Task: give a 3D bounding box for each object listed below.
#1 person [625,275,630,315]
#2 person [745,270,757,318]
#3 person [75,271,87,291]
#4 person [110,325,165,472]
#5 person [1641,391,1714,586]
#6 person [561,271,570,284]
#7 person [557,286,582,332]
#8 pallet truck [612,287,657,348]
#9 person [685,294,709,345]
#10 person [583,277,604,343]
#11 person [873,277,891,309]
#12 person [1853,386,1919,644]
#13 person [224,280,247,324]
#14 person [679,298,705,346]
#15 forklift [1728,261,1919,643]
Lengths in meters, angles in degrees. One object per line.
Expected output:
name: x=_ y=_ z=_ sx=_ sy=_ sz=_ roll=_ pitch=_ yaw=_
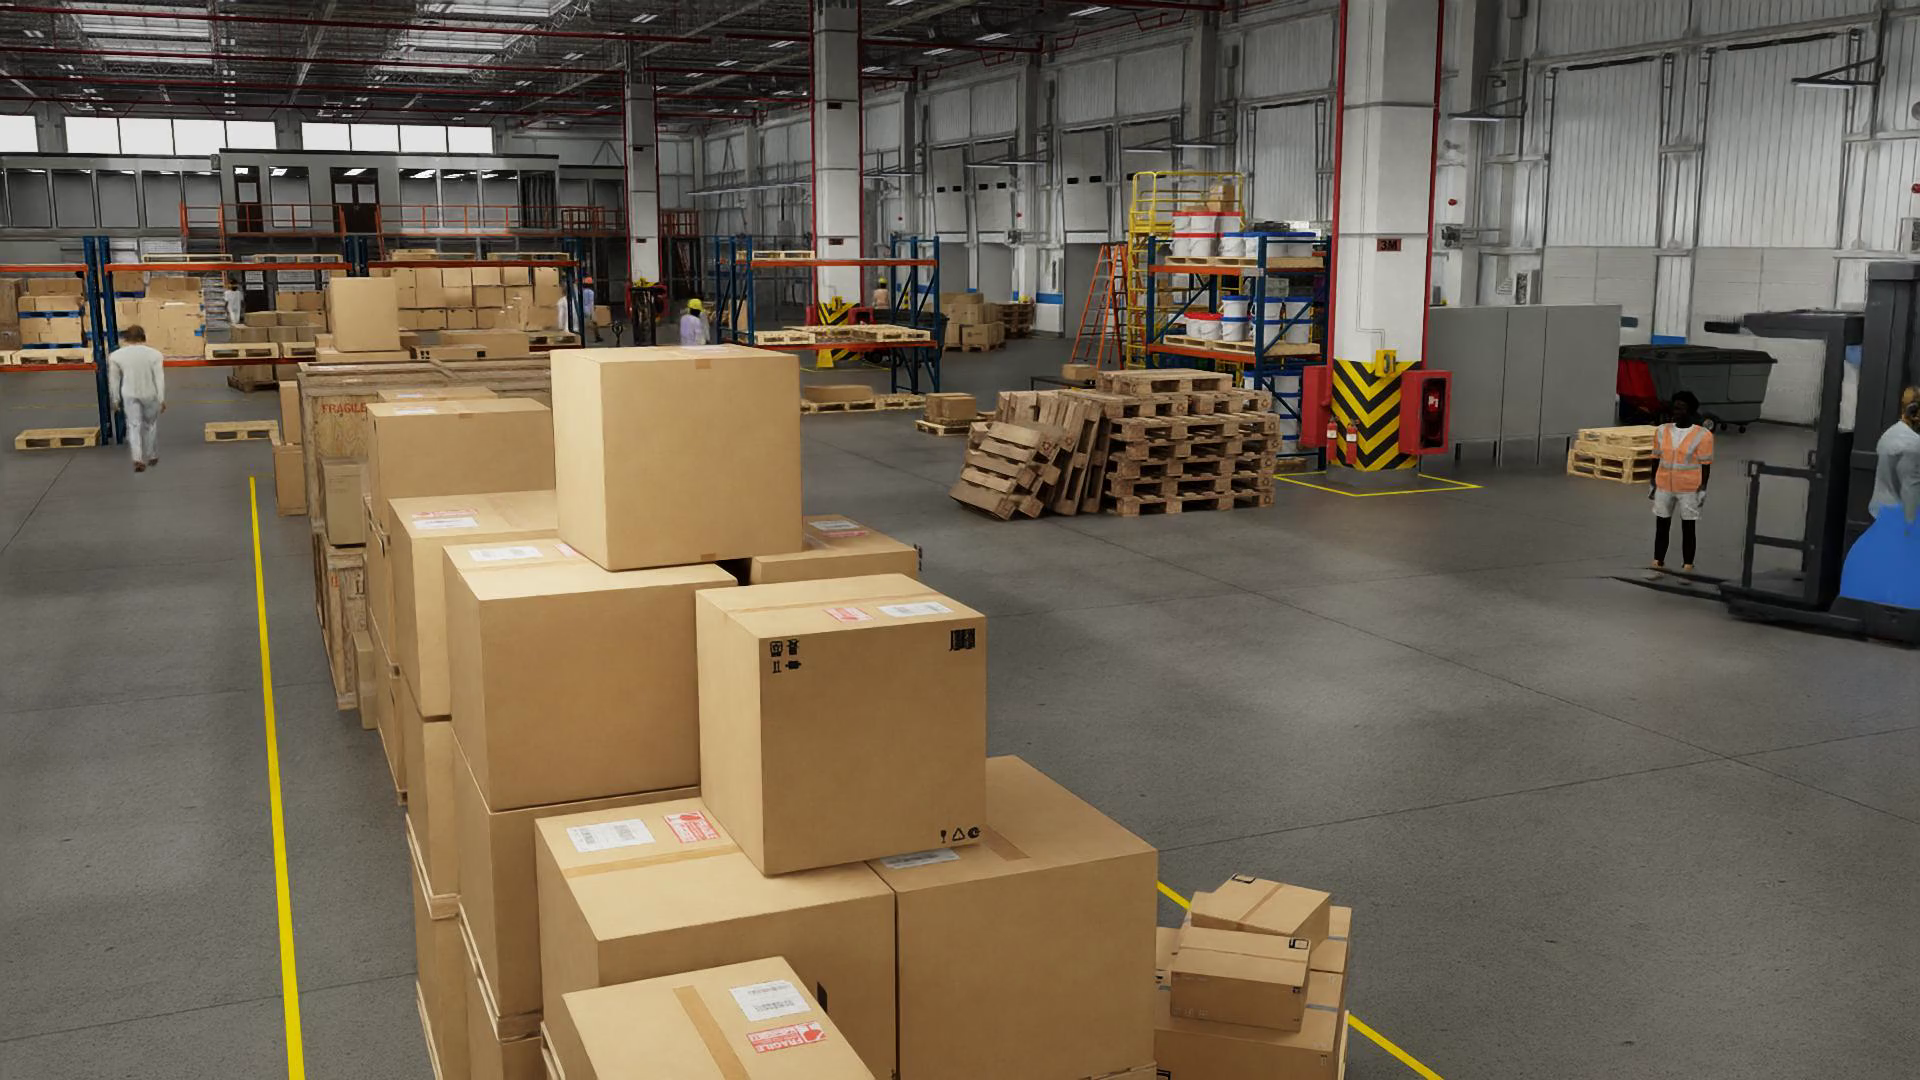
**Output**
person: x=-12.756 y=-9.738 z=64.952 sx=0.609 sy=1.940 sz=0.413 roll=2 pitch=11 yaw=13
person: x=-7.921 y=-9.280 z=62.715 sx=0.429 sy=1.838 sz=0.622 roll=5 pitch=11 yaw=26
person: x=-28.951 y=-7.916 z=54.832 sx=0.604 sy=1.966 sz=0.367 roll=10 pitch=14 yaw=43
person: x=-10.653 y=-1.841 z=21.581 sx=0.641 sy=1.894 sz=1.005 roll=-4 pitch=11 yaw=-21
person: x=6.228 y=-0.449 z=14.421 sx=0.322 sy=1.697 sz=0.530 roll=-9 pitch=14 yaw=-42
person: x=-14.990 y=-9.329 z=63.234 sx=0.307 sy=1.745 sz=0.484 roll=3 pitch=11 yaw=14
person: x=-9.057 y=-4.985 z=38.807 sx=0.429 sy=1.928 sz=0.633 roll=6 pitch=12 yaw=29
pallet truck: x=-6.464 y=-4.406 z=35.401 sx=0.823 sy=1.965 sz=1.885 roll=6 pitch=12 yaw=32
person: x=-5.514 y=-4.263 z=35.089 sx=0.652 sy=1.823 sz=0.451 roll=8 pitch=13 yaw=38
person: x=-10.704 y=-6.593 z=47.739 sx=0.540 sy=1.903 sz=0.964 roll=6 pitch=12 yaw=32
person: x=-2.193 y=-6.495 z=47.145 sx=0.606 sy=1.909 sz=0.552 roll=4 pitch=11 yaw=21
person: x=6.930 y=-0.185 z=12.351 sx=0.382 sy=1.928 sz=0.635 roll=1 pitch=10 yaw=4
person: x=-20.255 y=-6.362 z=46.615 sx=0.890 sy=1.829 sz=0.546 roll=9 pitch=14 yaw=41
person: x=-4.957 y=-3.557 z=31.014 sx=0.452 sy=1.883 sz=0.641 roll=-9 pitch=14 yaw=-41
forklift: x=7.104 y=-0.700 z=12.543 sx=1.129 sy=2.768 sz=1.873 roll=-8 pitch=13 yaw=-38
